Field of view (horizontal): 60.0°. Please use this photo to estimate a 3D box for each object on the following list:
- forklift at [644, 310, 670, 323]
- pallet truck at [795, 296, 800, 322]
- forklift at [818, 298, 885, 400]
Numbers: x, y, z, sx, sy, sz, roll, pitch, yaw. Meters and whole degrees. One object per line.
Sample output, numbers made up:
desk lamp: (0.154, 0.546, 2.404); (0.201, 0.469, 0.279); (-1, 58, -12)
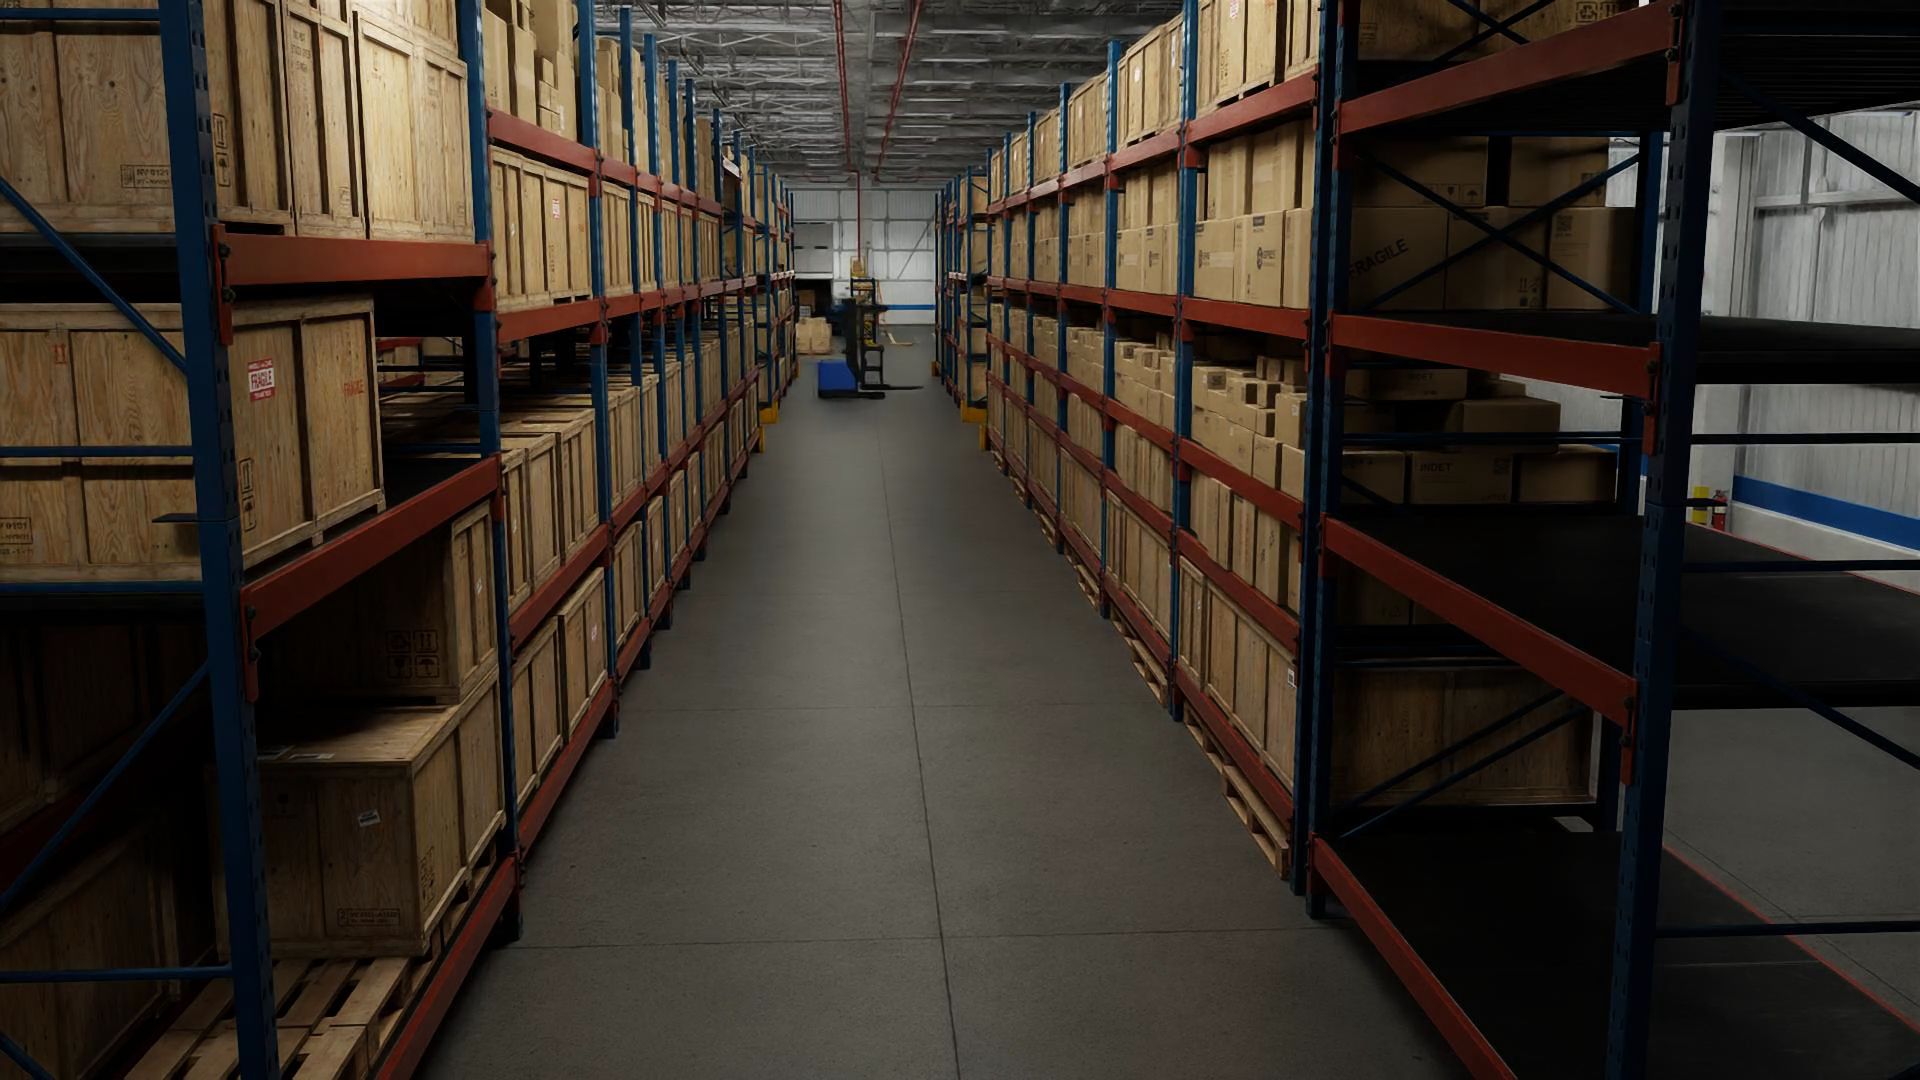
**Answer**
forklift: (-10.402, -7.160, 57.237); (1.129, 2.768, 1.873); (-1, 10, -3)
pallet truck: (-8.622, -12.439, 91.403); (1.885, 1.965, 0.823); (2, 10, 13)
forklift: (-3.035, -5.337, 46.348); (1.873, 2.768, 1.129); (-1, 10, -3)
